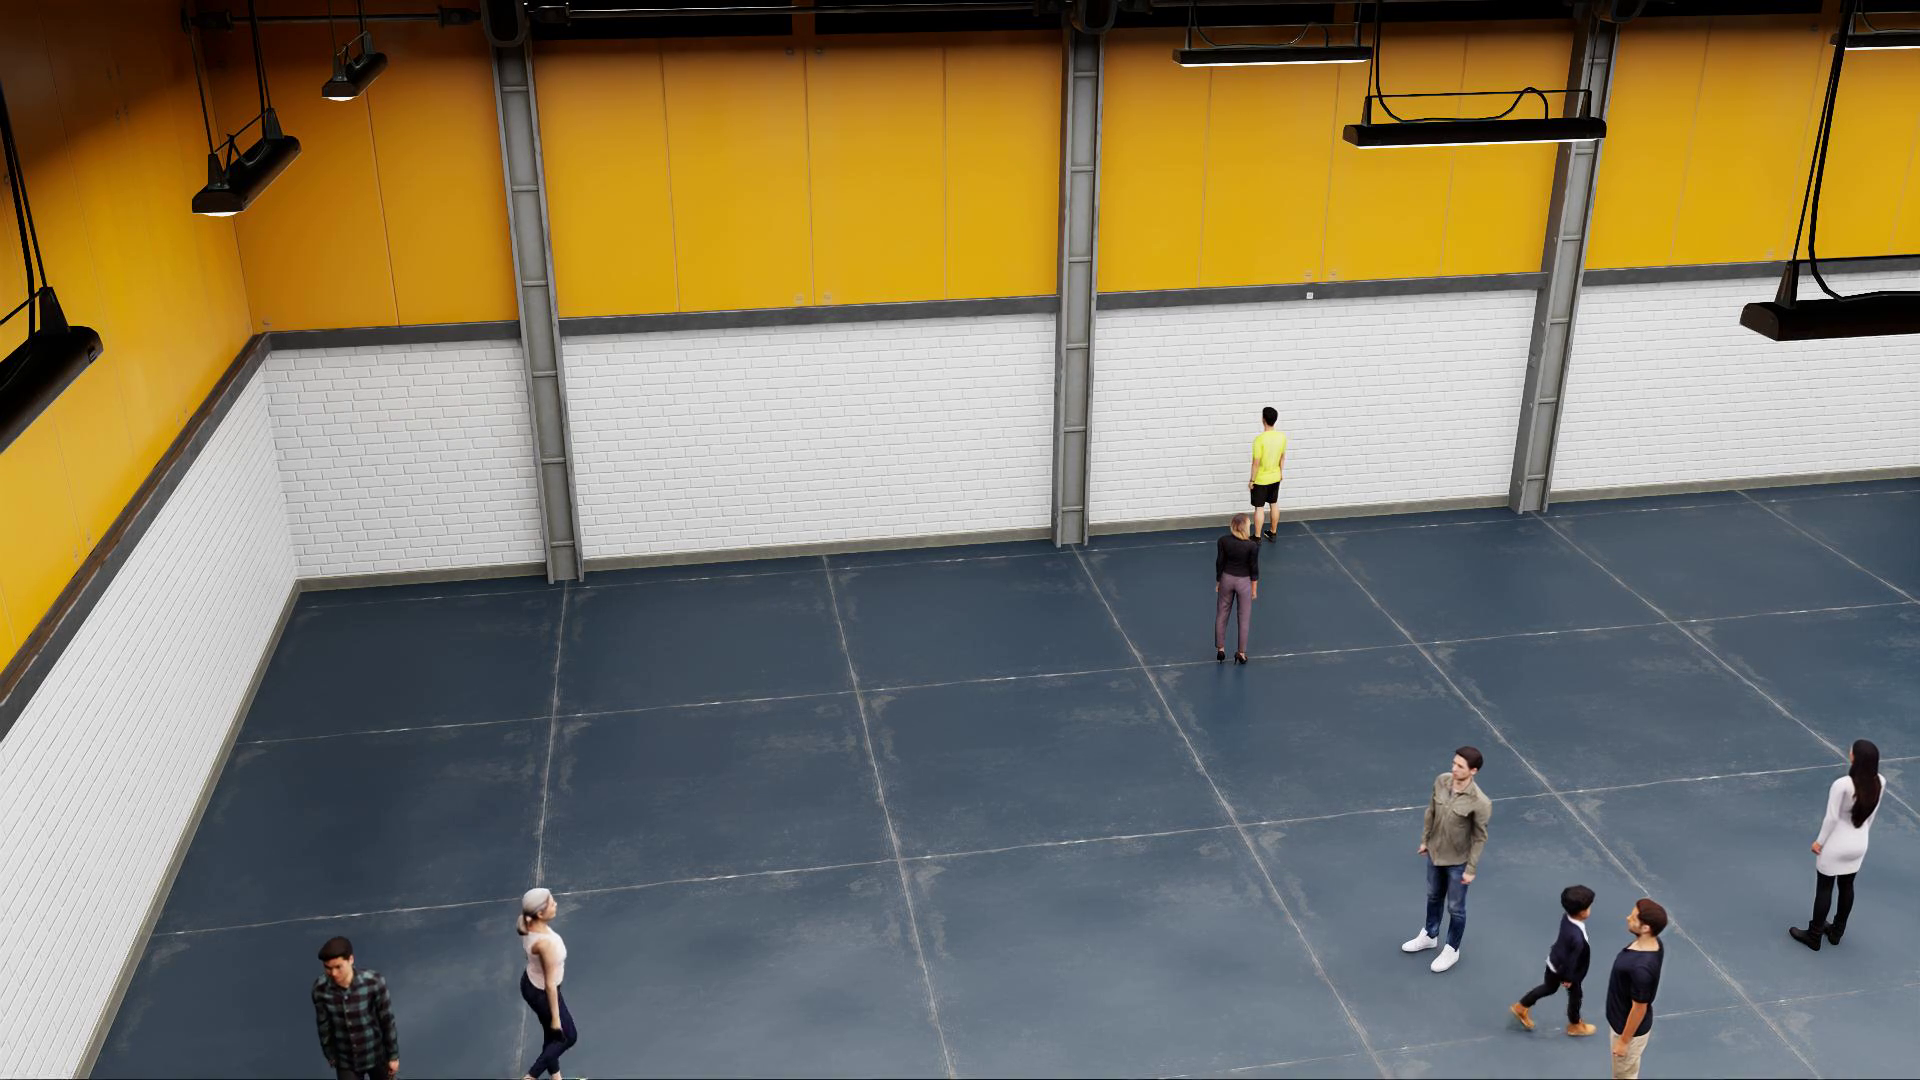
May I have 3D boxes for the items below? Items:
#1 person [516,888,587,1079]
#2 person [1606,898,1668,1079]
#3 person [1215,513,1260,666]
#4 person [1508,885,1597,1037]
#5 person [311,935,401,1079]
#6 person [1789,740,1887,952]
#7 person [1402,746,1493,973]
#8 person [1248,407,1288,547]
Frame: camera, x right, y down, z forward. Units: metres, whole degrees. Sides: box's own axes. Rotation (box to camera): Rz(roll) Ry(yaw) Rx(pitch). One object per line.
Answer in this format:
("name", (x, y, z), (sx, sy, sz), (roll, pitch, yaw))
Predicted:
("person", (-2.860, 3.088, 11.129), (0.879, 1.692, 0.752), (-13, 27, -27))
("person", (4.363, 3.137, 10.812), (0.738, 1.856, 0.724), (11, 26, 23))
("person", (2.824, 0.501, 17.074), (0.653, 1.671, 0.748), (10, 26, 22))
("person", (4.275, 3.017, 11.902), (0.884, 1.203, 0.621), (1, 24, 3))
("person", (-3.816, 3.211, 10.670), (0.933, 1.691, 0.698), (-4, 24, -9))
("person", (6.756, 2.328, 12.722), (0.489, 1.809, 0.677), (-6, 24, -13))
("person", (3.722, 2.372, 12.550), (0.728, 1.865, 0.778), (-13, 27, -28))
("person", (3.678, -0.731, 19.960), (0.549, 1.617, 0.738), (-11, 26, -23))
